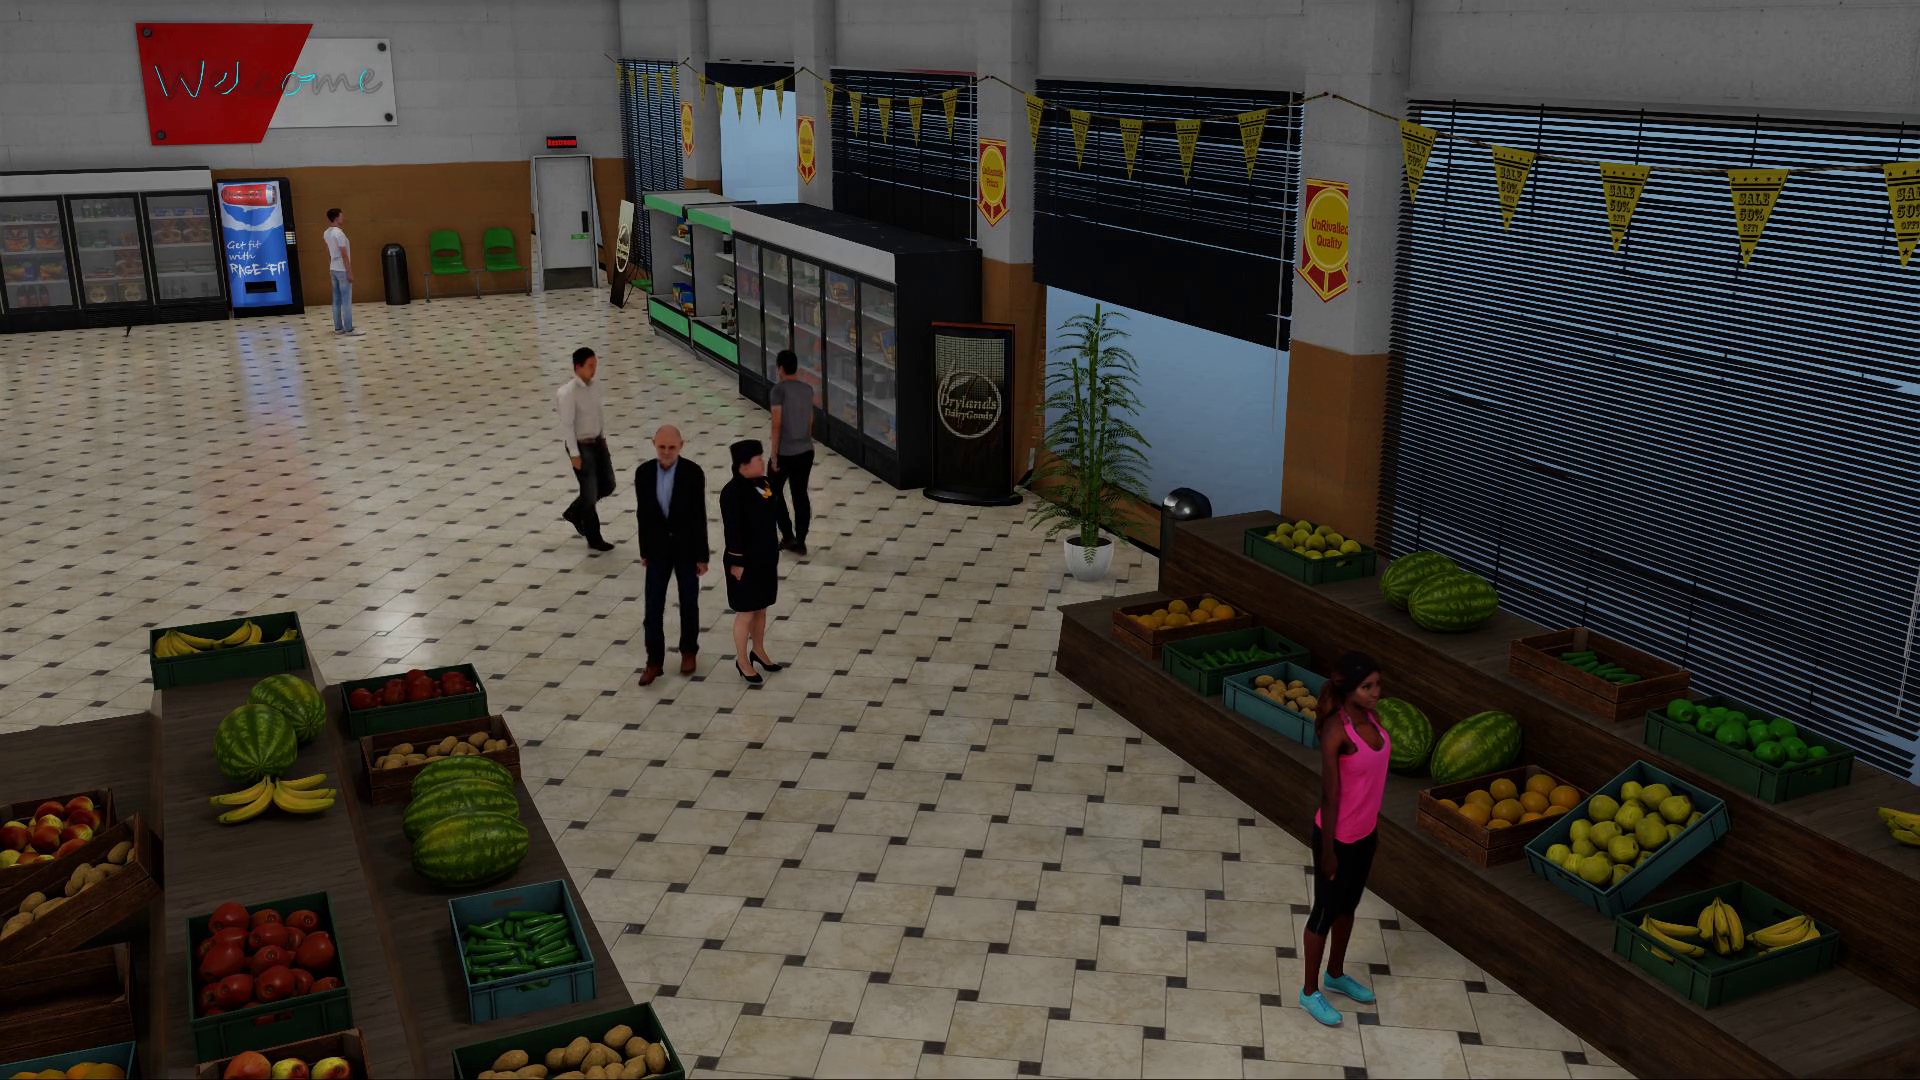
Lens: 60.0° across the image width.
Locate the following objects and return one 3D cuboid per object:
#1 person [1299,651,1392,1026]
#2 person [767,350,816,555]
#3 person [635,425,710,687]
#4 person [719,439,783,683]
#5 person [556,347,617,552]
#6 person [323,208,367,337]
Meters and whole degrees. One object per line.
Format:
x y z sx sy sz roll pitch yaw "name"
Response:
1.714 1.302 7.413 0.630 1.723 0.639 -15 23 -41 "person"
-1.360 -0.711 14.028 0.745 1.732 0.749 15 22 40 "person"
-1.941 0.053 11.439 0.875 1.773 0.965 1 17 2 "person"
-1.421 0.133 11.353 0.842 1.671 0.809 9 19 26 "person"
-3.254 -0.774 14.147 0.971 1.782 0.910 7 18 21 "person"
-9.117 -3.941 24.458 0.629 1.851 0.779 14 22 39 "person"
